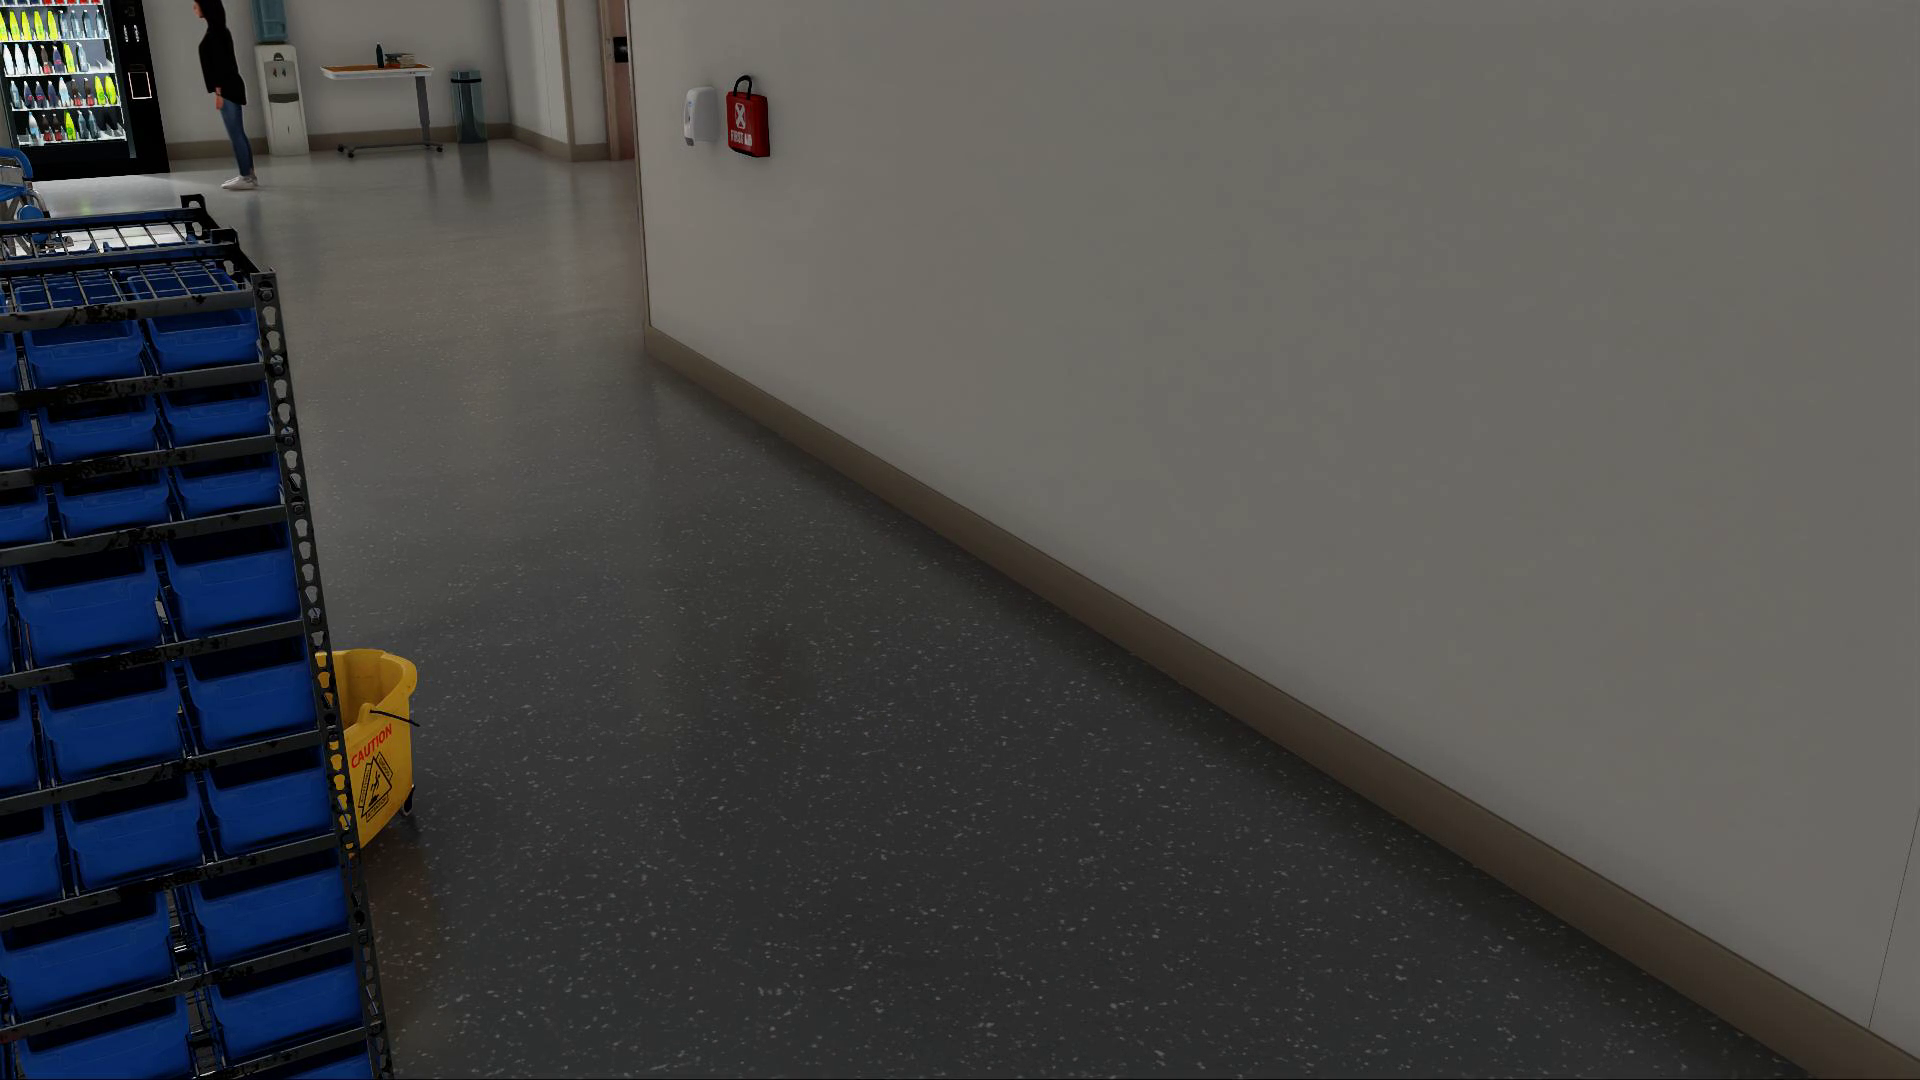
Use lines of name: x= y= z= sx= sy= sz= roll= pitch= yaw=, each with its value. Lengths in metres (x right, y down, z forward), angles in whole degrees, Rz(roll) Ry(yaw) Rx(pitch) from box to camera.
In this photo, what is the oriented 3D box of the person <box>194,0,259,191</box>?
person: x=-6.194 y=-3.815 z=14.078 sx=0.584 sy=1.645 sz=0.589 roll=-6 pitch=22 yaw=-16
